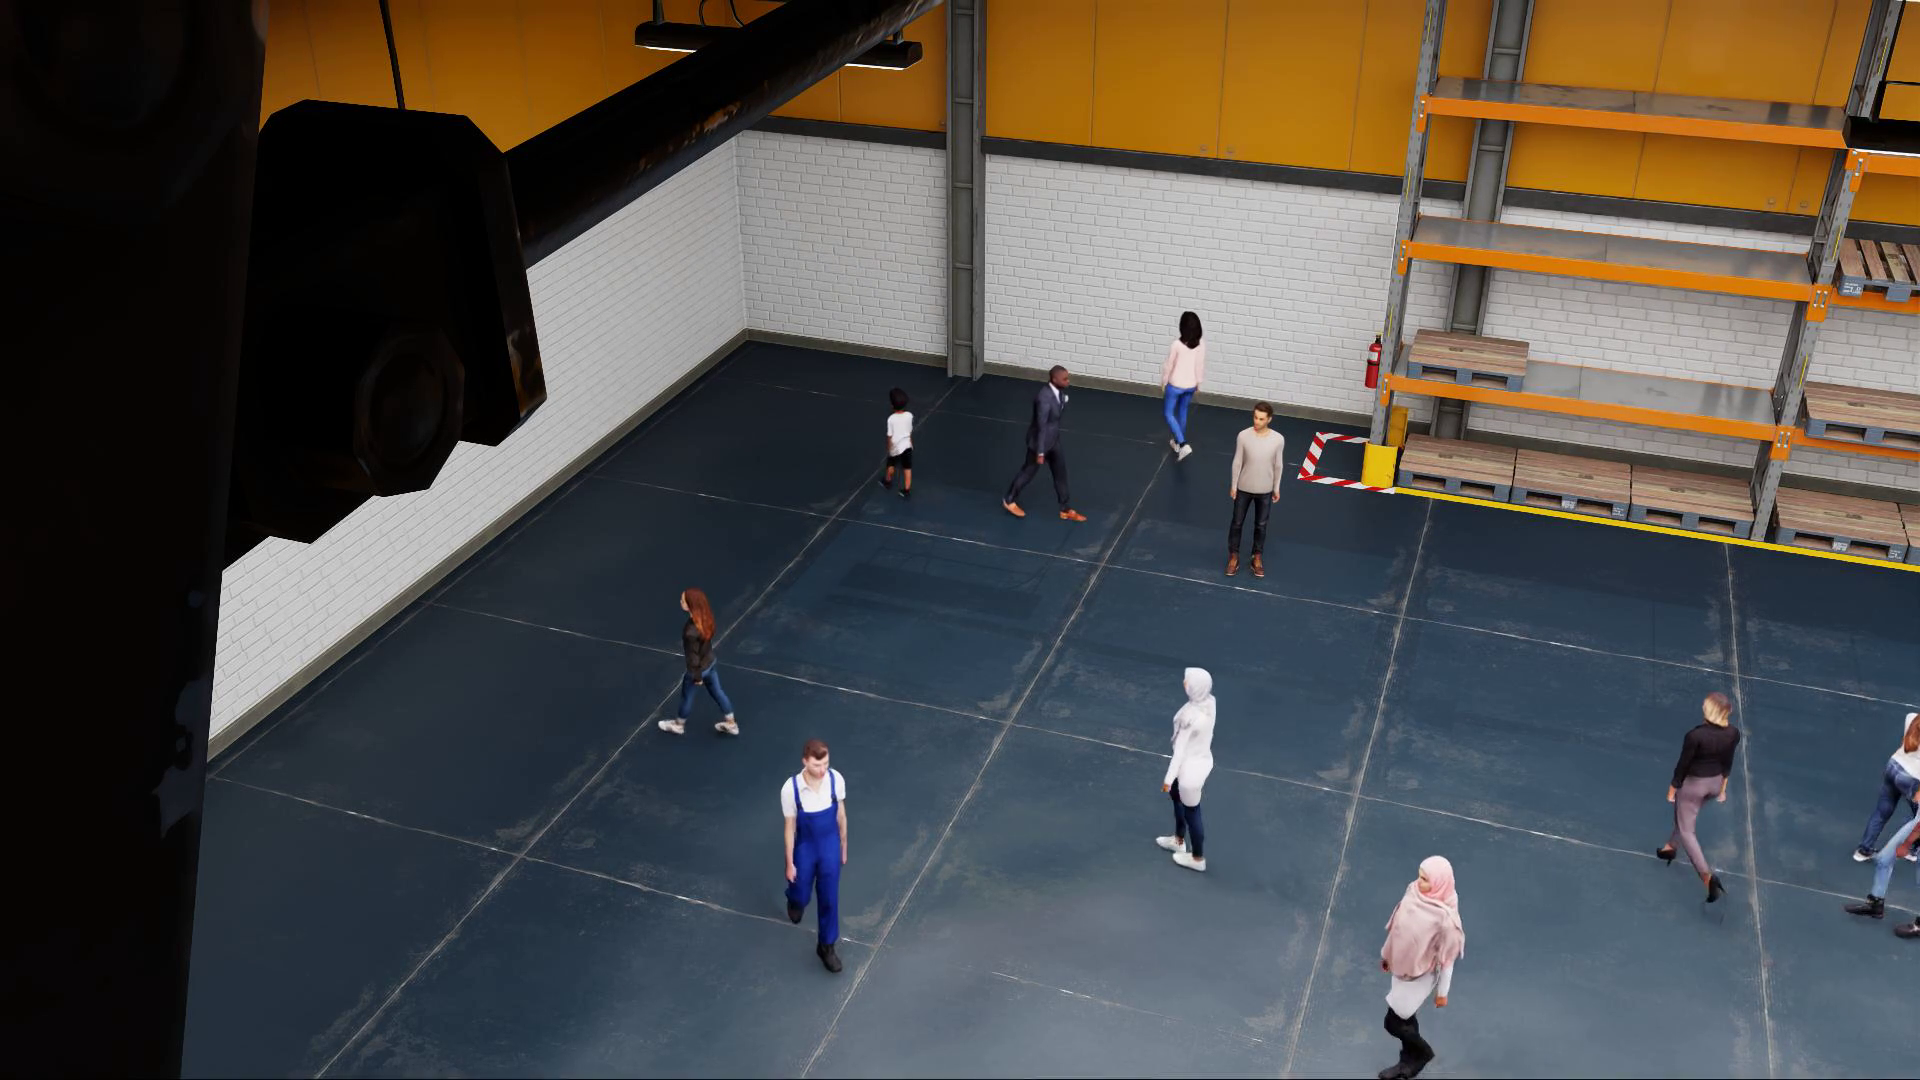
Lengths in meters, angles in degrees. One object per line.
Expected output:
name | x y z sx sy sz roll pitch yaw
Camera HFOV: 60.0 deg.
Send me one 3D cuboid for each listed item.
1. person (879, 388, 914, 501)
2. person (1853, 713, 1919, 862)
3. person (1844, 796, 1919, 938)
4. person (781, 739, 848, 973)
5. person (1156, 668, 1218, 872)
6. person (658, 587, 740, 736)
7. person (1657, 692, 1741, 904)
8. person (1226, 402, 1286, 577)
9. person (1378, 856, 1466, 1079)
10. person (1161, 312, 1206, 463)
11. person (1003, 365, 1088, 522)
person | -0.616 -1.014 17.994 0.750 1.238 0.818 -13 31 -22
person | 7.077 1.795 12.531 0.965 1.539 0.820 -6 29 -11
person | 6.936 2.122 11.762 0.821 1.701 0.649 6 29 11
person | -1.042 2.116 11.627 1.025 1.840 1.070 -12 31 -20
person | 1.810 1.743 12.387 0.733 1.767 0.692 16 32 27
person | -2.120 1.042 14.003 0.913 1.451 0.584 8 30 13
person | 5.481 1.905 12.221 1.044 1.641 1.034 -9 30 -15
person | 2.915 -0.522 16.437 0.597 1.866 0.763 3 29 5
person | 2.969 2.728 10.556 0.827 1.792 0.776 -8 30 -14
person | 2.508 -1.702 18.719 1.001 1.752 1.039 -10 30 -17
person | 0.809 -1.017 17.452 1.184 1.762 0.798 13 31 22
